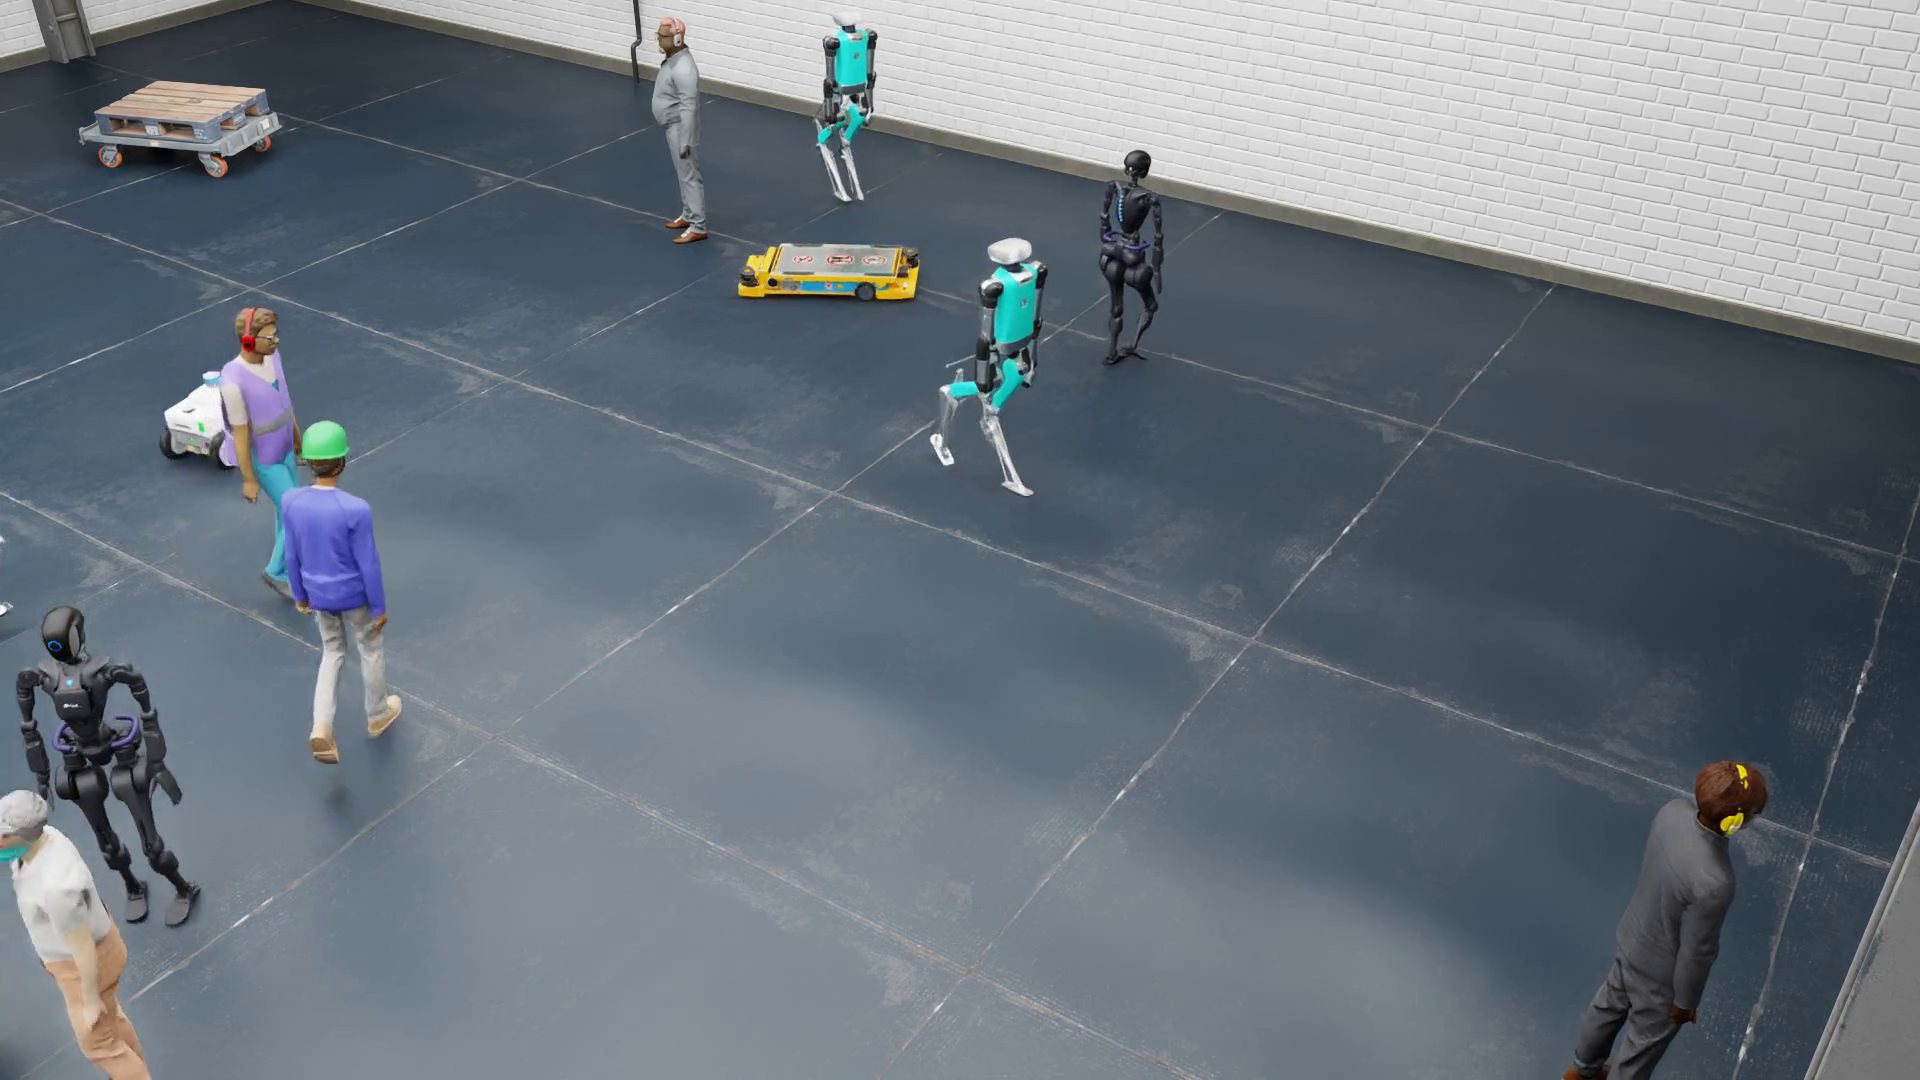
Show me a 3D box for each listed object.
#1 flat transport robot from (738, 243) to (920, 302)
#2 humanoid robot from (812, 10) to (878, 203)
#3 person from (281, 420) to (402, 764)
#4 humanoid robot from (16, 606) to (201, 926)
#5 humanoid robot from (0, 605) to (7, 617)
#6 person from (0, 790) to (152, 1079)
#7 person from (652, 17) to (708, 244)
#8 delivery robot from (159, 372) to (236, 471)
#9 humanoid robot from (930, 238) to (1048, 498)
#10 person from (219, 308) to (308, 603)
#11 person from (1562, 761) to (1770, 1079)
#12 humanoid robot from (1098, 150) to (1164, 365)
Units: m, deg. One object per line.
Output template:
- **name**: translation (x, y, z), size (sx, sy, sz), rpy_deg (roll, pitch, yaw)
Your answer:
- **flat transport robot**: translation (-1.067, -2.205, 13.688), size (1.431, 0.231, 0.659), rpy_deg (1, 33, 2)
- **humanoid robot**: translation (-1.093, -3.892, 14.945), size (0.543, 1.791, 0.683), rpy_deg (-23, 39, -31)
- **person**: translation (-3.136, 0.315, 8.317), size (0.515, 1.838, 0.684), rpy_deg (4, 33, 6)
- **humanoid robot**: translation (-3.800, 1.016, 7.365), size (0.602, 1.648, 0.365), rpy_deg (-6, 33, -9)
- **humanoid robot**: translation (-5.730, -0.102, 9.082), size (0.560, 1.746, 1.045), rpy_deg (21, 38, 29)
- **person**: translation (-3.378, 1.631, 6.372), size (0.342, 1.729, 0.532), rpy_deg (-21, 38, -29)
- **person**: translation (-2.398, -3.492, 14.172), size (0.413, 1.913, 0.650), rpy_deg (-9, 34, -14)
- **delivery robot**: translation (-5.042, -0.832, 11.305), size (0.499, 0.614, 0.791), rpy_deg (11, 34, 17)
- **humanoid robot**: translation (0.109, -1.177, 10.763), size (0.531, 1.775, 0.997), rpy_deg (-28, 42, -36)
- **person**: translation (-3.938, -0.469, 9.546), size (0.464, 1.819, 0.603), rpy_deg (1, 33, 2)
- **person**: translation (2.679, 1.580, 6.330), size (0.348, 1.867, 0.485), rpy_deg (-1, 33, -2)
- **humanoid robot**: translation (1.234, -2.066, 12.169), size (0.608, 1.652, 0.357), rpy_deg (27, 41, 35)
